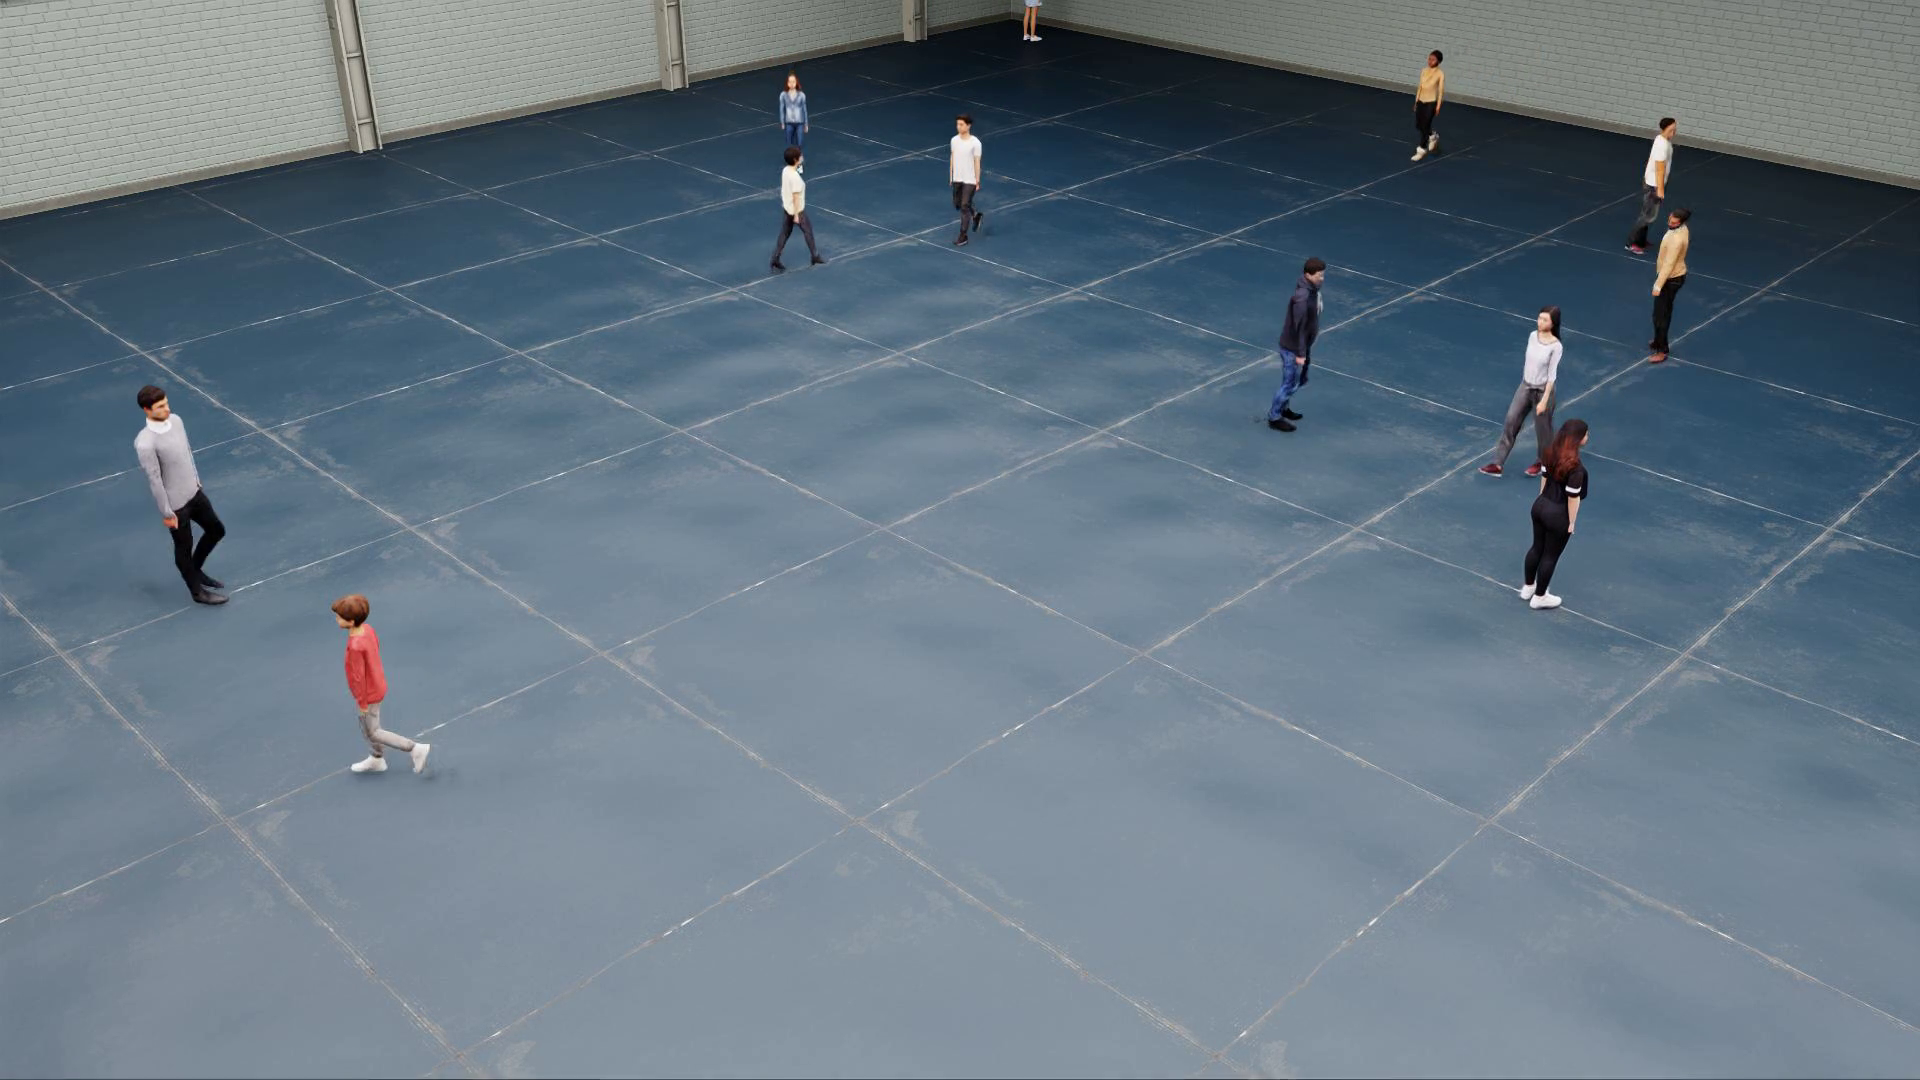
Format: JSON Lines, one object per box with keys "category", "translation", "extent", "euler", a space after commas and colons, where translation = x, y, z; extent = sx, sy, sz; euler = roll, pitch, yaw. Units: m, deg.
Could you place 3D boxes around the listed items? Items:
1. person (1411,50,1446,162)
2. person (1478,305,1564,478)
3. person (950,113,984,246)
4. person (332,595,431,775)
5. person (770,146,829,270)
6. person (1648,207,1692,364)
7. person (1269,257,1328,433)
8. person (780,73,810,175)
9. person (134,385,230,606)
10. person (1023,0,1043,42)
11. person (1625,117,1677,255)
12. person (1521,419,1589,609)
{"category": "person", "translation": [7.211, -6.674, 25.487], "extent": [0.969, 1.642, 0.664], "euler": [-20, 34, -33]}
{"category": "person", "translation": [5.443, -1.369, 15.460], "extent": [1.074, 1.704, 0.828], "euler": [-13, 31, -23]}
{"category": "person", "translation": [0.124, -4.753, 21.814], "extent": [0.679, 1.703, 0.931], "euler": [20, 34, 33]}
{"category": "person", "translation": [-3.949, 1.010, 11.318], "extent": [0.886, 1.399, 0.795], "euler": [-2, 28, -5]}
{"category": "person", "translation": [-2.137, -4.098, 20.749], "extent": [1.050, 1.550, 0.762], "euler": [-15, 31, -25]}
{"category": "person", "translation": [7.780, -2.850, 18.222], "extent": [0.966, 1.722, 0.661], "euler": [23, 35, 36]}
{"category": "person", "translation": [3.256, -1.923, 16.353], "extent": [0.894, 1.842, 0.760], "euler": [4, 28, 8]}
{"category": "person", "translation": [-2.453, -6.227, 24.836], "extent": [0.658, 1.465, 0.720], "euler": [-1, 28, -1]}
{"category": "person", "translation": [-6.348, -0.360, 13.341], "extent": [0.960, 1.915, 0.868], "euler": [4, 28, 7]}
{"category": "person", "translation": [1.438, -10.932, 33.390], "extent": [0.526, 1.730, 0.590], "euler": [-23, 36, -37]}
{"category": "person", "translation": [8.958, -4.606, 21.459], "extent": [0.876, 1.777, 0.736], "euler": [1, 28, 1]}
{"category": "person", "translation": [4.777, -0.223, 13.379], "extent": [0.718, 1.636, 0.696], "euler": [-10, 30, -18]}
